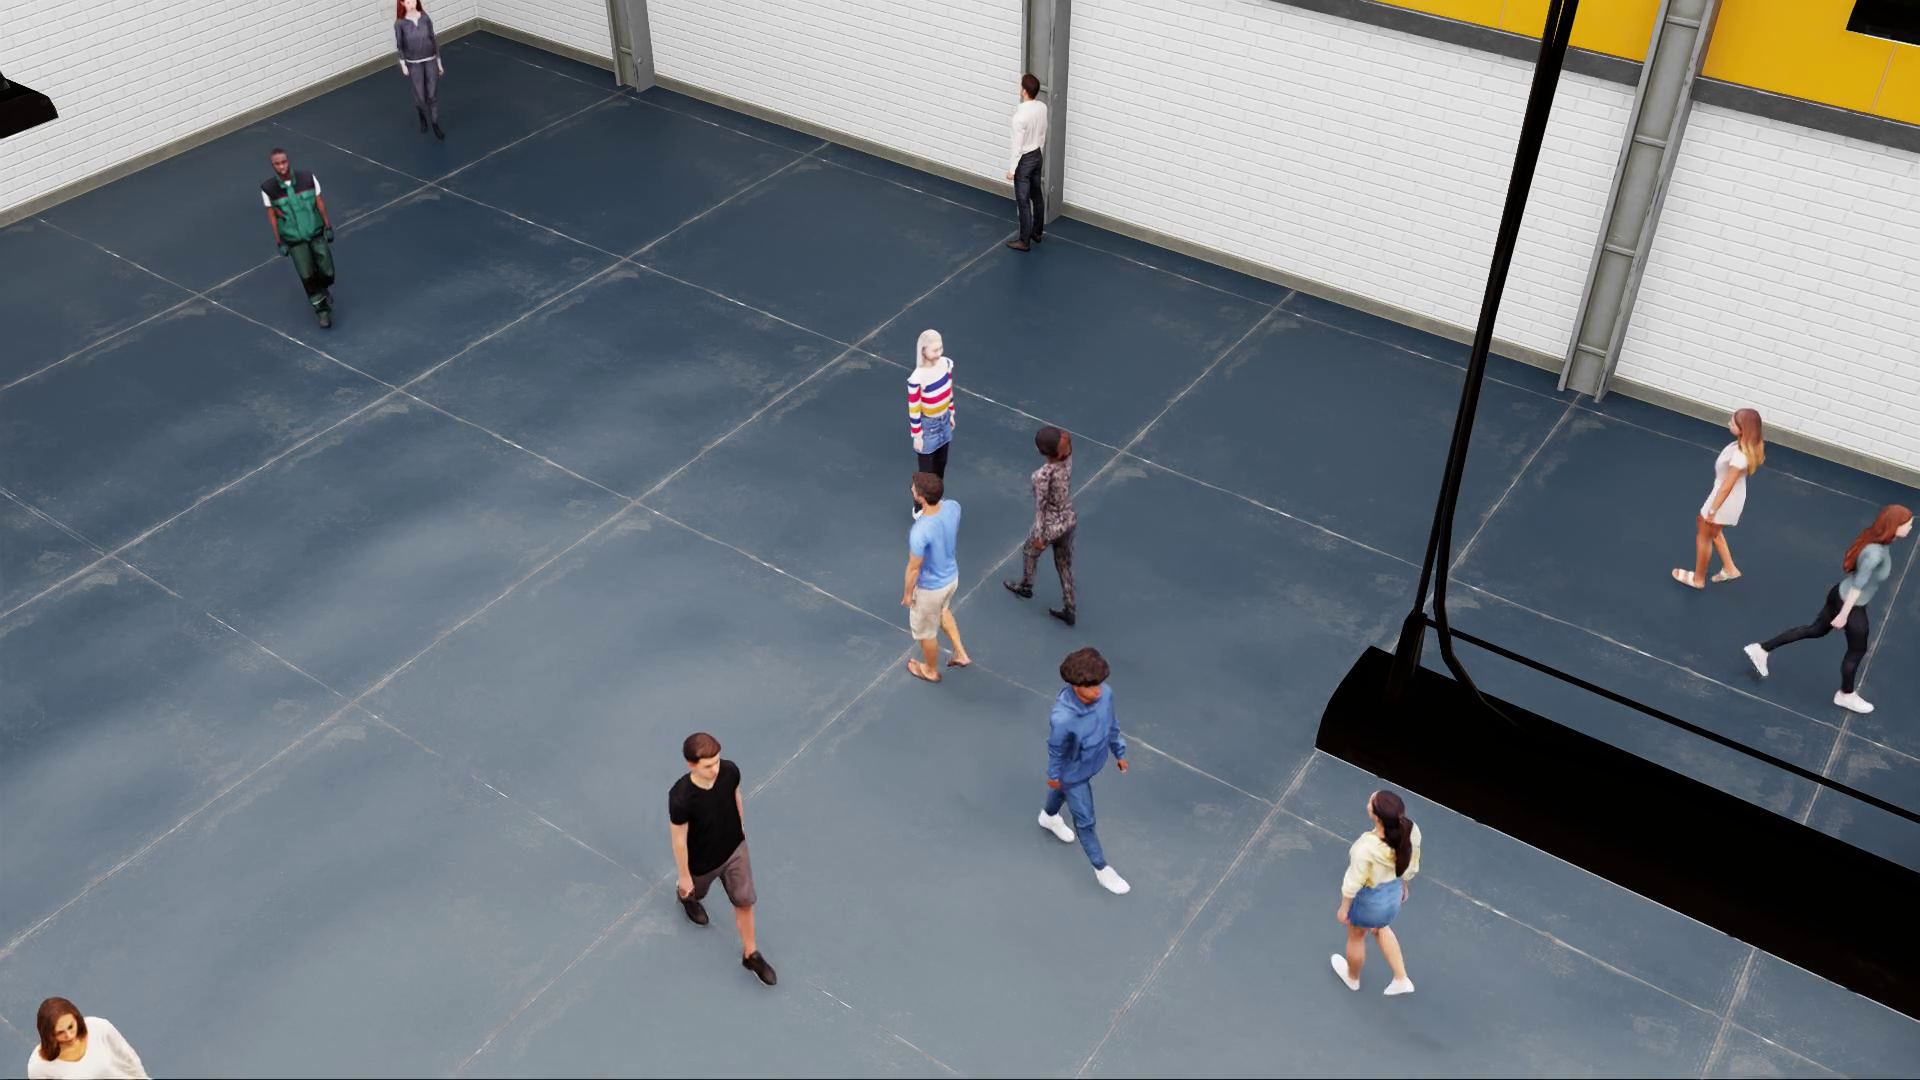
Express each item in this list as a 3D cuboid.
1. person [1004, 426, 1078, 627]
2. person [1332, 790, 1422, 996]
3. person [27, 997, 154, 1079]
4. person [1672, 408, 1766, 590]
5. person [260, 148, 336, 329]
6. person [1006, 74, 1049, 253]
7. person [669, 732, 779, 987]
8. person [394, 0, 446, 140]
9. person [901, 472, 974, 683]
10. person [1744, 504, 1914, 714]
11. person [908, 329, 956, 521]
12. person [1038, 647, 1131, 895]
[{"bbox_3d":[0.764,-0.066,12.395,0.954,1.682,0.683,29,47,32],"label":"person"},{"bbox_3d":[2.473,2.123,9.704,0.826,1.621,0.923,-22,43,-25],"label":"person"},{"bbox_3d":[-4.538,2.892,8.700,0.635,1.671,0.658,28,46,30],"label":"person"},{"bbox_3d":[5.896,-0.263,12.644,0.706,1.680,0.605,27,46,30],"label":"person"},{"bbox_3d":[-6.269,-2.919,15.854,0.875,1.825,0.956,-19,42,-22],"label":"person"},{"bbox_3d":[0.700,-3.857,16.992,0.551,1.871,0.672,27,46,30],"label":"person"},{"bbox_3d":[-1.528,1.803,9.933,0.904,1.834,1.277,-27,46,-29],"label":"person"},{"bbox_3d":[-6.204,-5.490,19.119,0.695,1.767,0.733,-20,43,-23],"label":"person"},{"bbox_3d":[-0.117,0.309,11.786,0.722,1.857,0.658,26,45,28],"label":"person"},{"bbox_3d":[6.181,0.434,11.748,1.179,1.708,0.675,19,42,23],"label":"person"},{"bbox_3d":[-0.232,-0.917,13.360,0.529,1.808,0.652,27,46,29],"label":"person"},{"bbox_3d":[0.700,1.353,10.549,1.171,1.770,0.831,32,48,34],"label":"person"}]
